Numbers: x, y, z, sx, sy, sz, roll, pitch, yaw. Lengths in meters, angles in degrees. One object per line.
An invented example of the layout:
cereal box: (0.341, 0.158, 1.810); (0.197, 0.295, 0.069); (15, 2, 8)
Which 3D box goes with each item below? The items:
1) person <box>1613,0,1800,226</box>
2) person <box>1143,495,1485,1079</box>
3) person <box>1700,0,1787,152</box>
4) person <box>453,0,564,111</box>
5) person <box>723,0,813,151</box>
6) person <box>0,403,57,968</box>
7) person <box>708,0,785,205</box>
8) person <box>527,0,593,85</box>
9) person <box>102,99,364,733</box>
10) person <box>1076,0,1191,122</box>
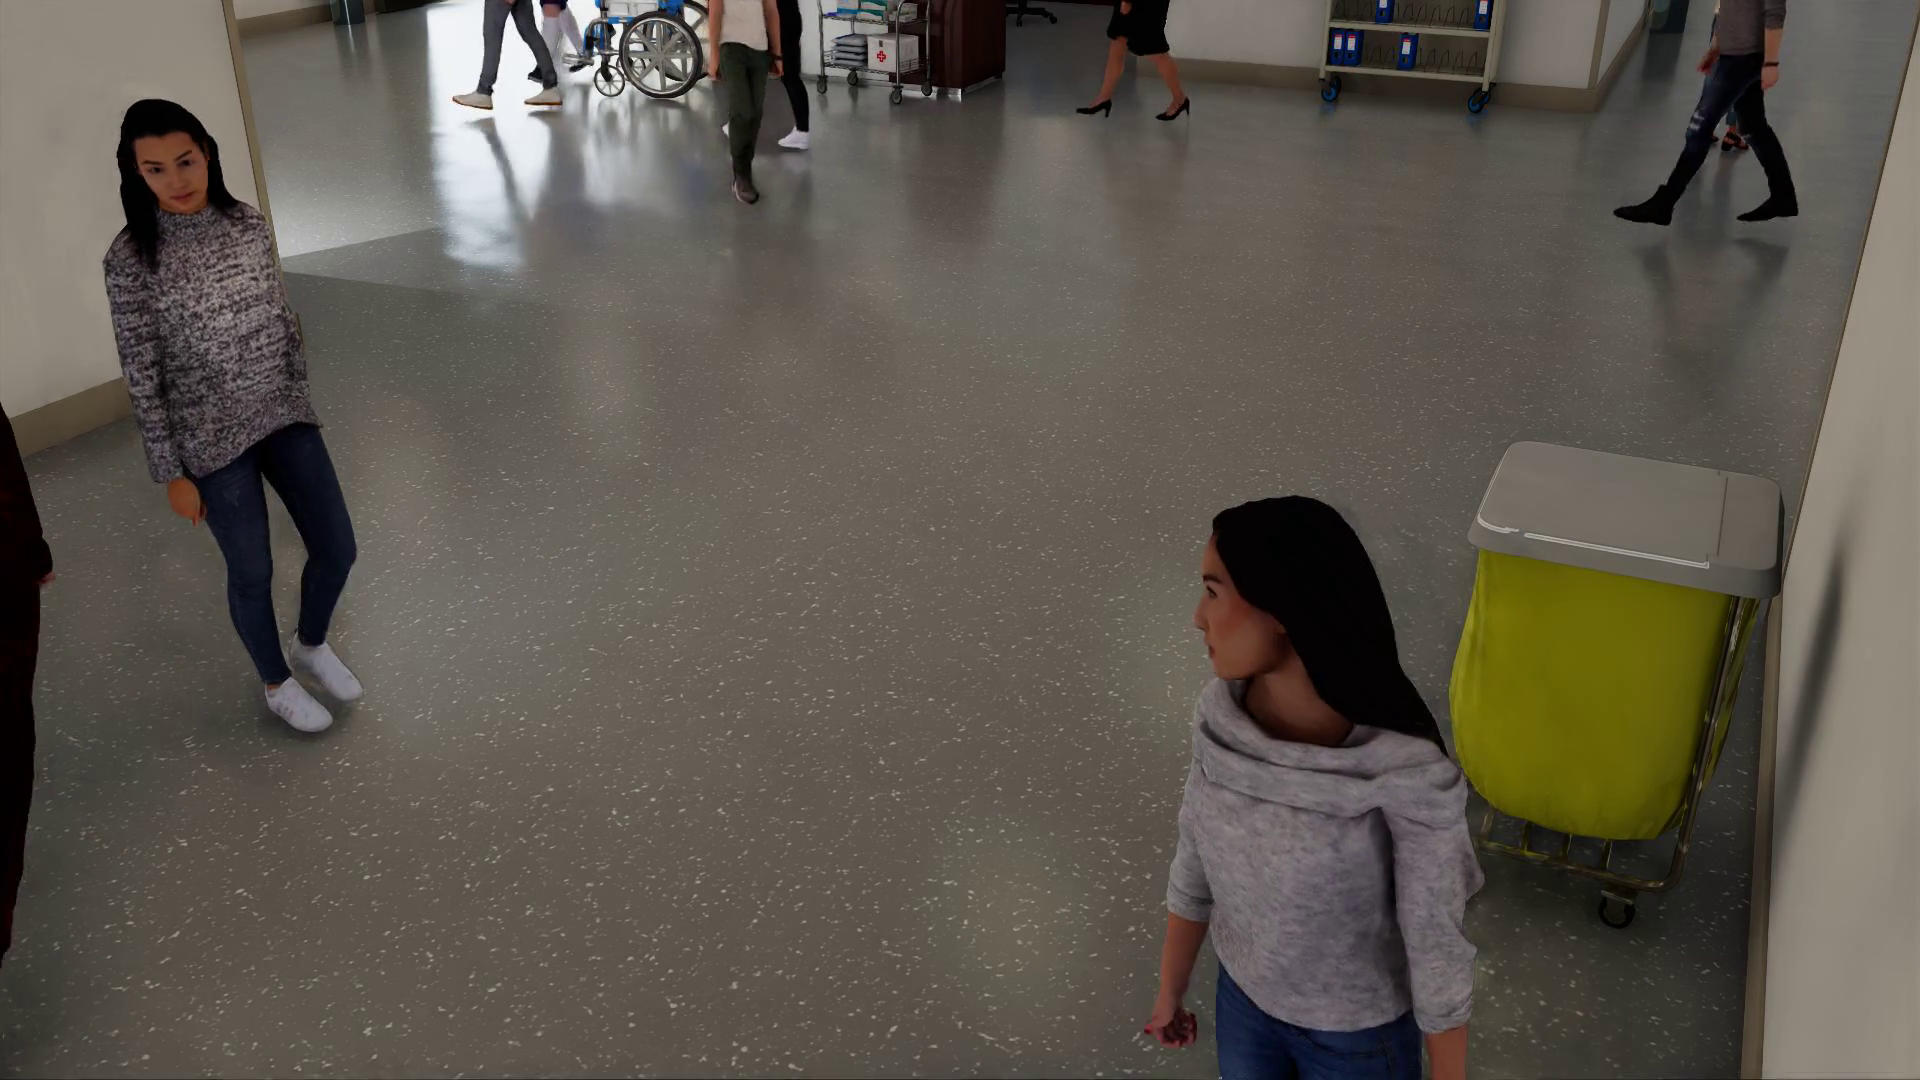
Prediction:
person: (4.264, -2.543, 8.837); (1.297, 1.848, 0.918); (4, 26, 8)
person: (0.552, 0.701, 2.395); (0.859, 1.600, 0.768); (-23, 34, -39)
person: (5.104, -3.404, 10.817); (0.756, 1.679, 0.636); (-18, 31, -33)
person: (-3.134, -4.016, 11.870); (1.099, 1.866, 0.885); (2, 26, 4)
person: (-1.151, -3.313, 10.714); (0.940, 1.605, 0.662); (14, 29, 26)
person: (-2.154, 0.160, 3.379); (1.132, 1.719, 1.162); (-7, 27, -13)
person: (-1.287, -2.799, 9.605); (0.731, 1.642, 0.792); (-16, 30, -30)
person: (-3.136, -4.484, 12.936); (1.101, 1.783, 0.759); (9, 27, 19)
person: (-1.909, -0.283, 4.305); (0.677, 1.714, 0.698); (18, 31, 33)
person: (1.331, -3.668, 11.416); (1.126, 1.633, 0.896); (4, 26, 9)
